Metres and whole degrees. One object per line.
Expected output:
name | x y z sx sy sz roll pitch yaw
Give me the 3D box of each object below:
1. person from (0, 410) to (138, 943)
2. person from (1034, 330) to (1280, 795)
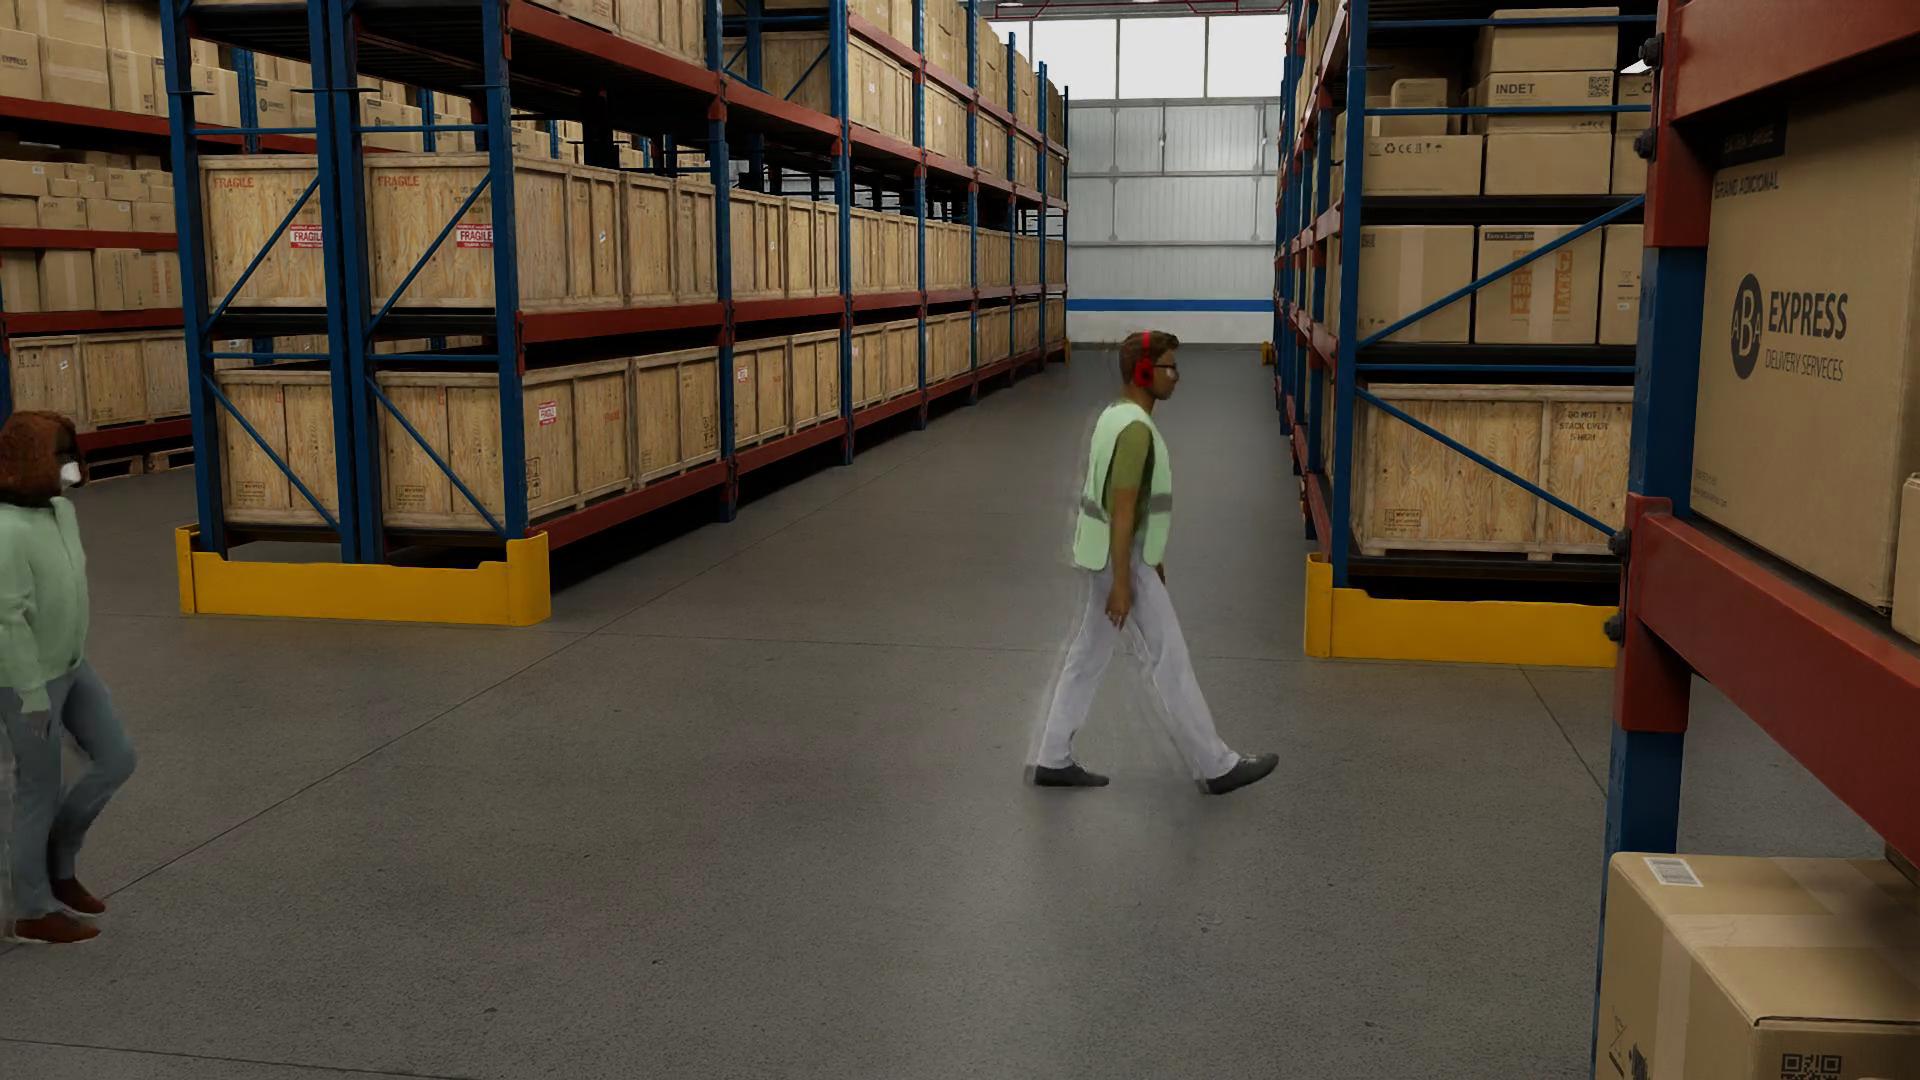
person | -2.718 0.421 4.975 0.375 1.619 0.522 -1 9 -6
person | 0.736 0.102 6.400 0.962 1.794 0.609 0 9 -1
